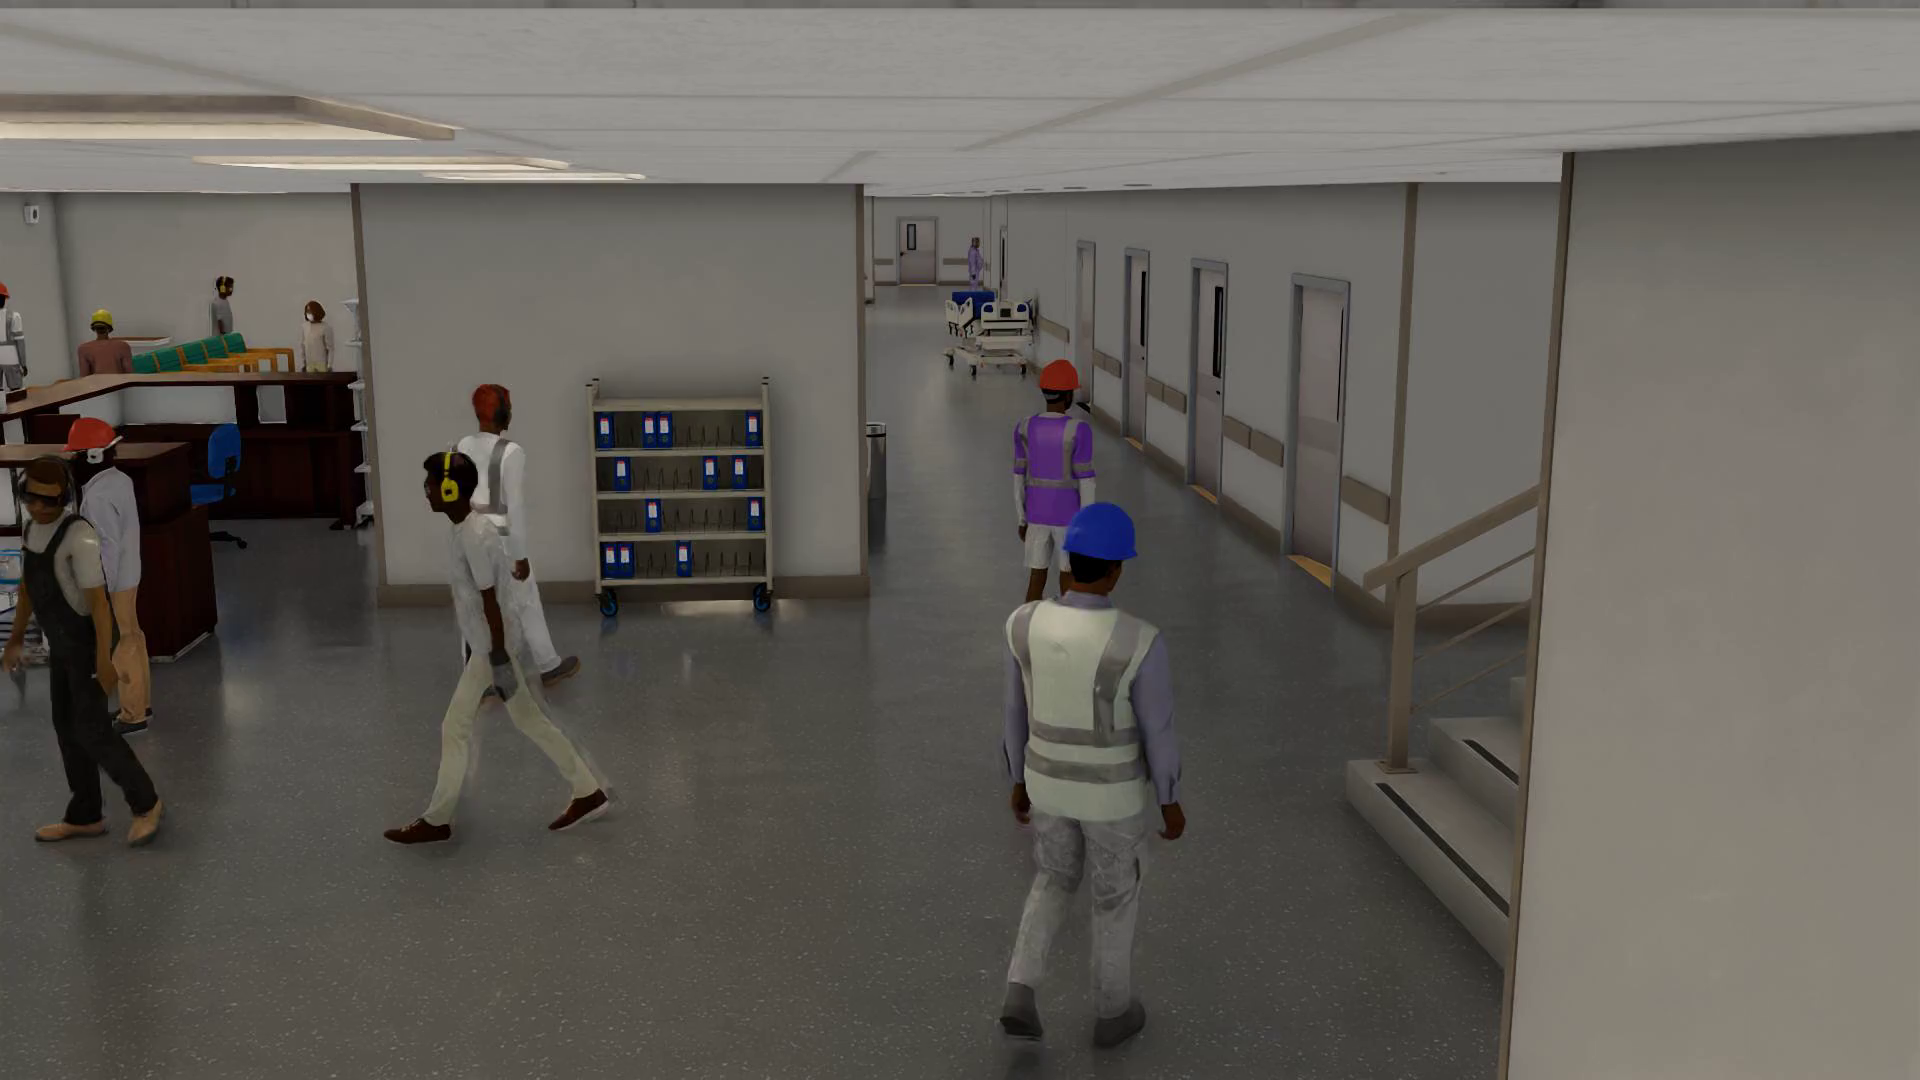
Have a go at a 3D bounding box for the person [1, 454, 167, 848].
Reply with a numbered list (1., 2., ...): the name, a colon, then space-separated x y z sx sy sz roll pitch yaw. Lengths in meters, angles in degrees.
1. person: -3.973 0.491 7.516 0.693 1.827 0.468 10 16 42

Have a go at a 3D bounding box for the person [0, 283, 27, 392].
1. person: -11.666 -2.173 20.267 0.548 1.925 0.388 -3 12 -14

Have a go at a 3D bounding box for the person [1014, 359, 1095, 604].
1. person: 0.600 -0.150 10.343 0.543 1.939 0.370 7 14 32

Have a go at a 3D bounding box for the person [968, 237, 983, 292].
1. person: 0.421 -7.279 45.261 0.403 1.906 0.651 1 12 5

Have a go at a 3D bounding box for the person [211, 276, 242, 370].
1. person: -10.512 -2.843 23.756 0.434 1.838 0.518 -1 12 -3

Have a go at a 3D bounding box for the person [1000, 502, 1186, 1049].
1. person: 0.429 0.825 5.600 0.621 1.927 0.584 9 15 37

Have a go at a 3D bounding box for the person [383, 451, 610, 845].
1. person: -2.115 0.485 7.594 1.004 1.810 0.543 -2 12 -12

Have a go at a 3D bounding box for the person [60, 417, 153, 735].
1. person: -4.661 0.198 9.100 0.335 1.748 0.572 -4 12 -17

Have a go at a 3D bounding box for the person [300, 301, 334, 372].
1. person: -8.244 -2.248 21.352 0.498 1.632 0.289 4 12 19

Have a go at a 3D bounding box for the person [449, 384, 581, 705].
1. person: -2.635 0.006 9.784 0.606 1.850 0.869 7 13 29

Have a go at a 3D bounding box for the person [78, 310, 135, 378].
1. person: -8.989 -1.544 17.583 0.523 1.769 0.319 -4 12 -21
